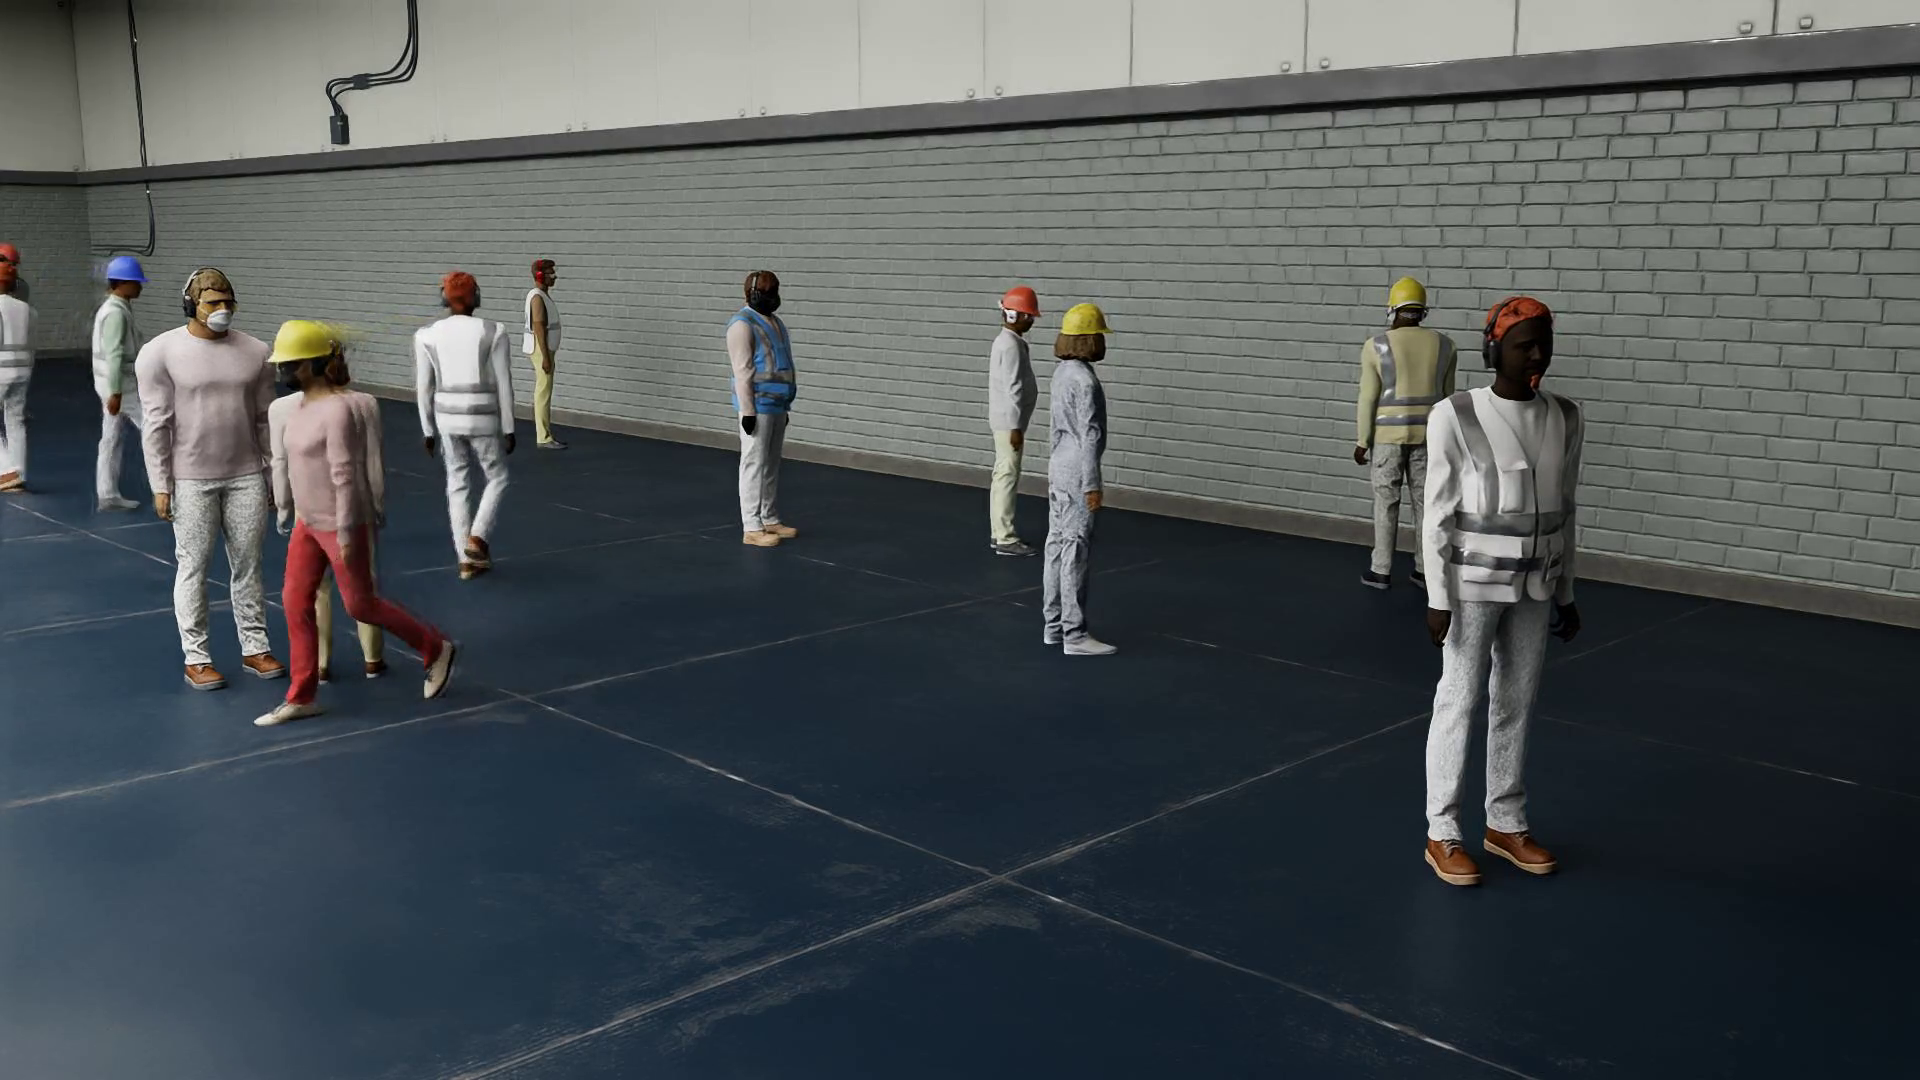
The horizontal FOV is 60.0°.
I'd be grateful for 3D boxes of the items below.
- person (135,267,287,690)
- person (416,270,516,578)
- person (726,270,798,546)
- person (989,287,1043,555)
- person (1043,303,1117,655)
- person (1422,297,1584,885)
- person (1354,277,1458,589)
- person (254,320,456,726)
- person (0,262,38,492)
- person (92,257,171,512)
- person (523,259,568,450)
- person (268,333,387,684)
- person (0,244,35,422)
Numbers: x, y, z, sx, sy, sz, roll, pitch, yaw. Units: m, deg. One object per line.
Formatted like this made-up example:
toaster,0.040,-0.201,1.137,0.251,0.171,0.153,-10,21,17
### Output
person,-3.428,-0.281,7.687,0.374,1.933,0.625,10,14,43
person,-2.974,-0.689,10.054,0.589,1.871,0.425,0,10,0
person,-1.318,-0.891,11.247,0.429,1.843,0.631,3,11,17
person,0.363,-0.780,10.906,0.347,1.742,0.565,0,10,-3
person,0.601,-0.305,8.318,0.310,1.744,0.486,-3,11,-16
person,1.750,0.166,5.371,0.576,1.882,0.355,-4,11,-19
person,2.606,-0.621,9.792,0.586,1.835,0.404,-1,10,-7
person,-2.645,-0.088,7.180,0.526,1.737,0.799,10,14,43
person,-7.685,-1.293,13.396,0.386,1.876,0.624,3,11,18
person,-6.181,-1.162,12.542,0.816,1.912,0.604,-6,12,-31
person,-4.059,-1.804,16.210,0.389,1.846,0.566,-2,11,-12
person,-2.925,-0.145,7.743,0.498,1.634,0.281,-5,12,-26
person,-10.504,-2.229,18.162,0.623,1.997,0.896,-1,10,-5
